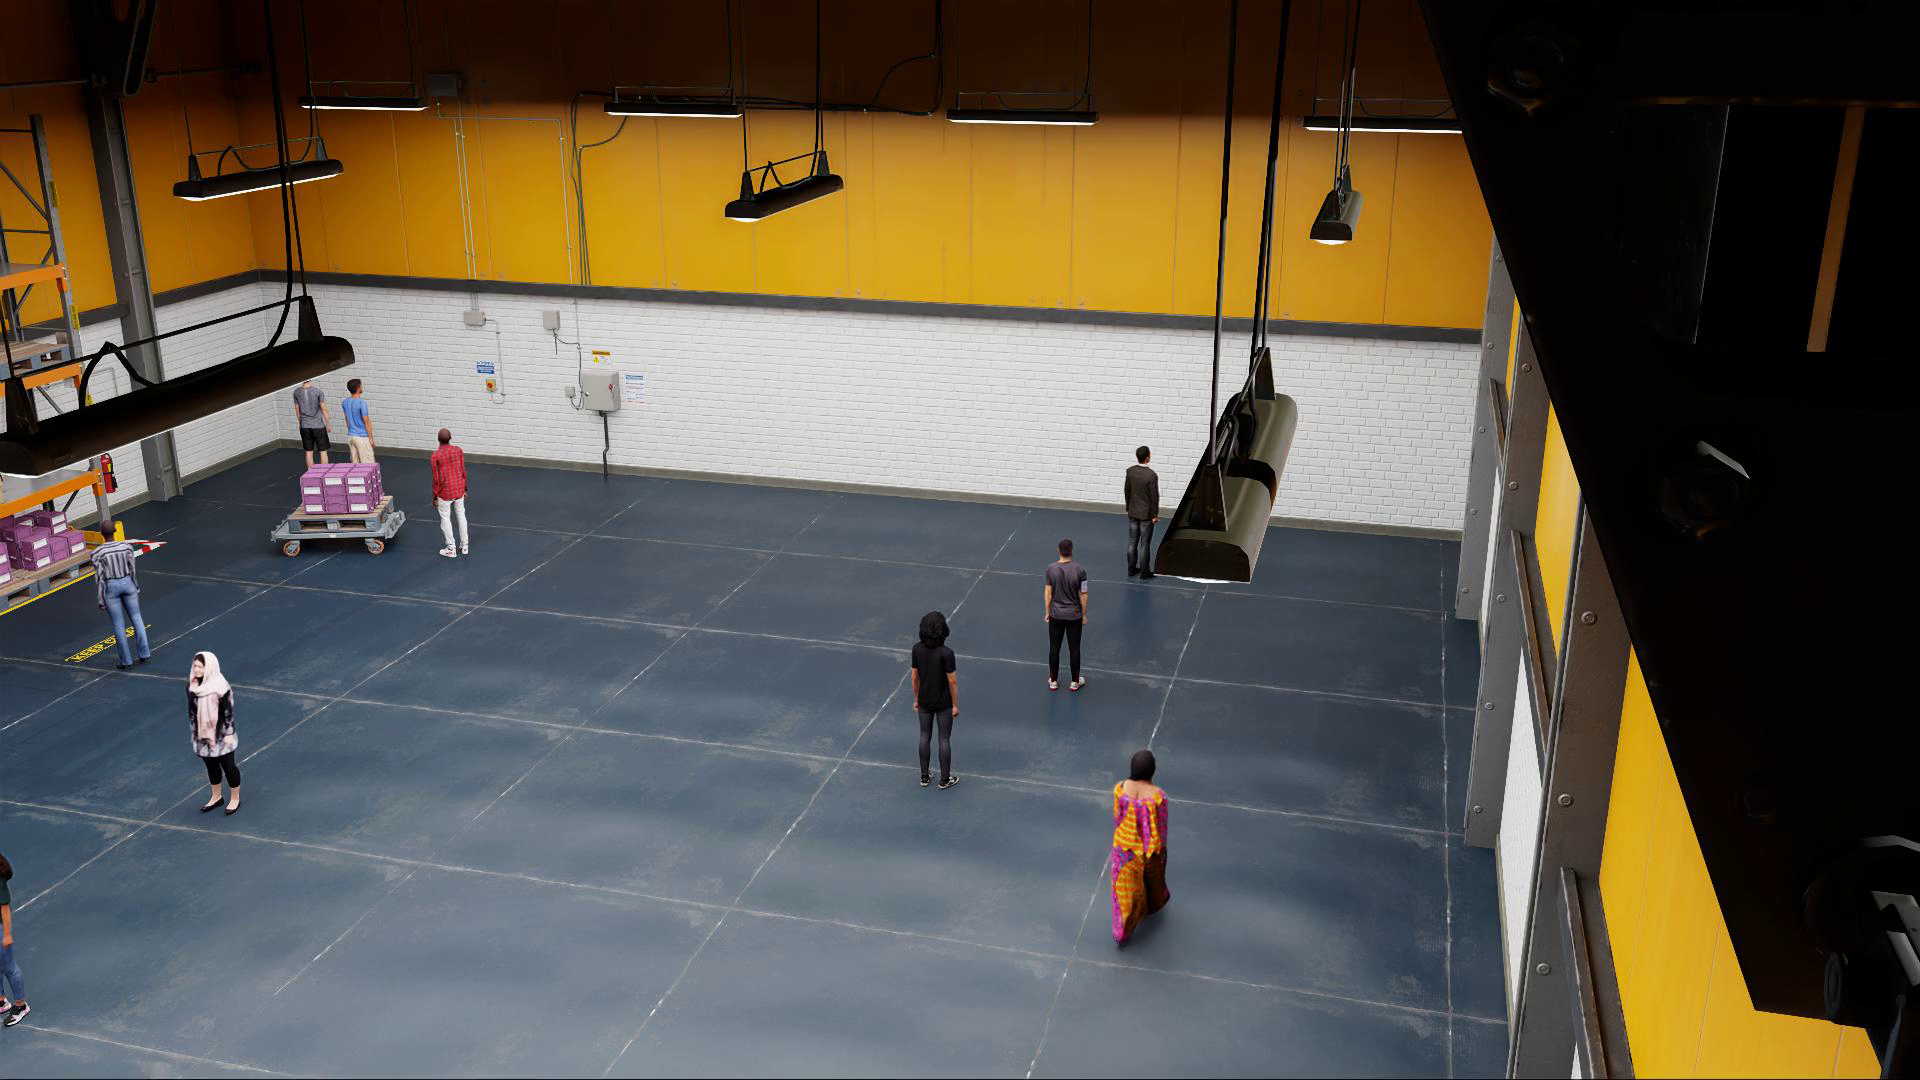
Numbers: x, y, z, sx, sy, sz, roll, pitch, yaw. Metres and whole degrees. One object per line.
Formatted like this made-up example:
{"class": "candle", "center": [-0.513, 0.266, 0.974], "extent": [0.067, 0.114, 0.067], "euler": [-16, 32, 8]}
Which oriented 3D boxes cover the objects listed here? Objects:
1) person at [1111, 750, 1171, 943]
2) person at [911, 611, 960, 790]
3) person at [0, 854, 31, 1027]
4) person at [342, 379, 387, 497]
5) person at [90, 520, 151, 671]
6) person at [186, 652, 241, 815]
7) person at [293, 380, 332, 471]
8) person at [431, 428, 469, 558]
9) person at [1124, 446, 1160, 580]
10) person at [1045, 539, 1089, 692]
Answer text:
{"class": "person", "center": [1.457, 2.521, 13.763], "extent": [0.793, 1.667, 1.178], "euler": [8, 20, 23]}
{"class": "person", "center": [-0.250, 1.562, 16.347], "extent": [0.663, 1.837, 0.575], "euler": [8, 20, 22]}
{"class": "person", "center": [-7.378, 2.927, 12.638], "extent": [0.600, 1.615, 0.588], "euler": [6, 19, 17]}
{"class": "person", "center": [-9.240, -1.568, 25.598], "extent": [0.683, 1.864, 0.625], "euler": [9, 20, 24]}
{"class": "person", "center": [-9.696, 0.625, 19.194], "extent": [0.757, 1.794, 0.634], "euler": [16, 24, 39]}
{"class": "person", "center": [-7.124, 1.821, 15.887], "extent": [0.613, 1.638, 0.597], "euler": [5, 19, 14]}
{"class": "person", "center": [-10.233, -1.799, 26.273], "extent": [0.709, 1.871, 0.646], "euler": [0, 19, 1]}
{"class": "person", "center": [-7.055, -0.677, 23.021], "extent": [0.708, 1.820, 0.816], "euler": [-17, 25, -40]}
{"class": "person", "center": [2.418, -0.383, 22.172], "extent": [0.749, 1.804, 0.721], "euler": [17, 25, 40]}
{"class": "person", "center": [1.178, 0.834, 18.622], "extent": [0.643, 1.764, 0.557], "euler": [4, 19, 11]}
